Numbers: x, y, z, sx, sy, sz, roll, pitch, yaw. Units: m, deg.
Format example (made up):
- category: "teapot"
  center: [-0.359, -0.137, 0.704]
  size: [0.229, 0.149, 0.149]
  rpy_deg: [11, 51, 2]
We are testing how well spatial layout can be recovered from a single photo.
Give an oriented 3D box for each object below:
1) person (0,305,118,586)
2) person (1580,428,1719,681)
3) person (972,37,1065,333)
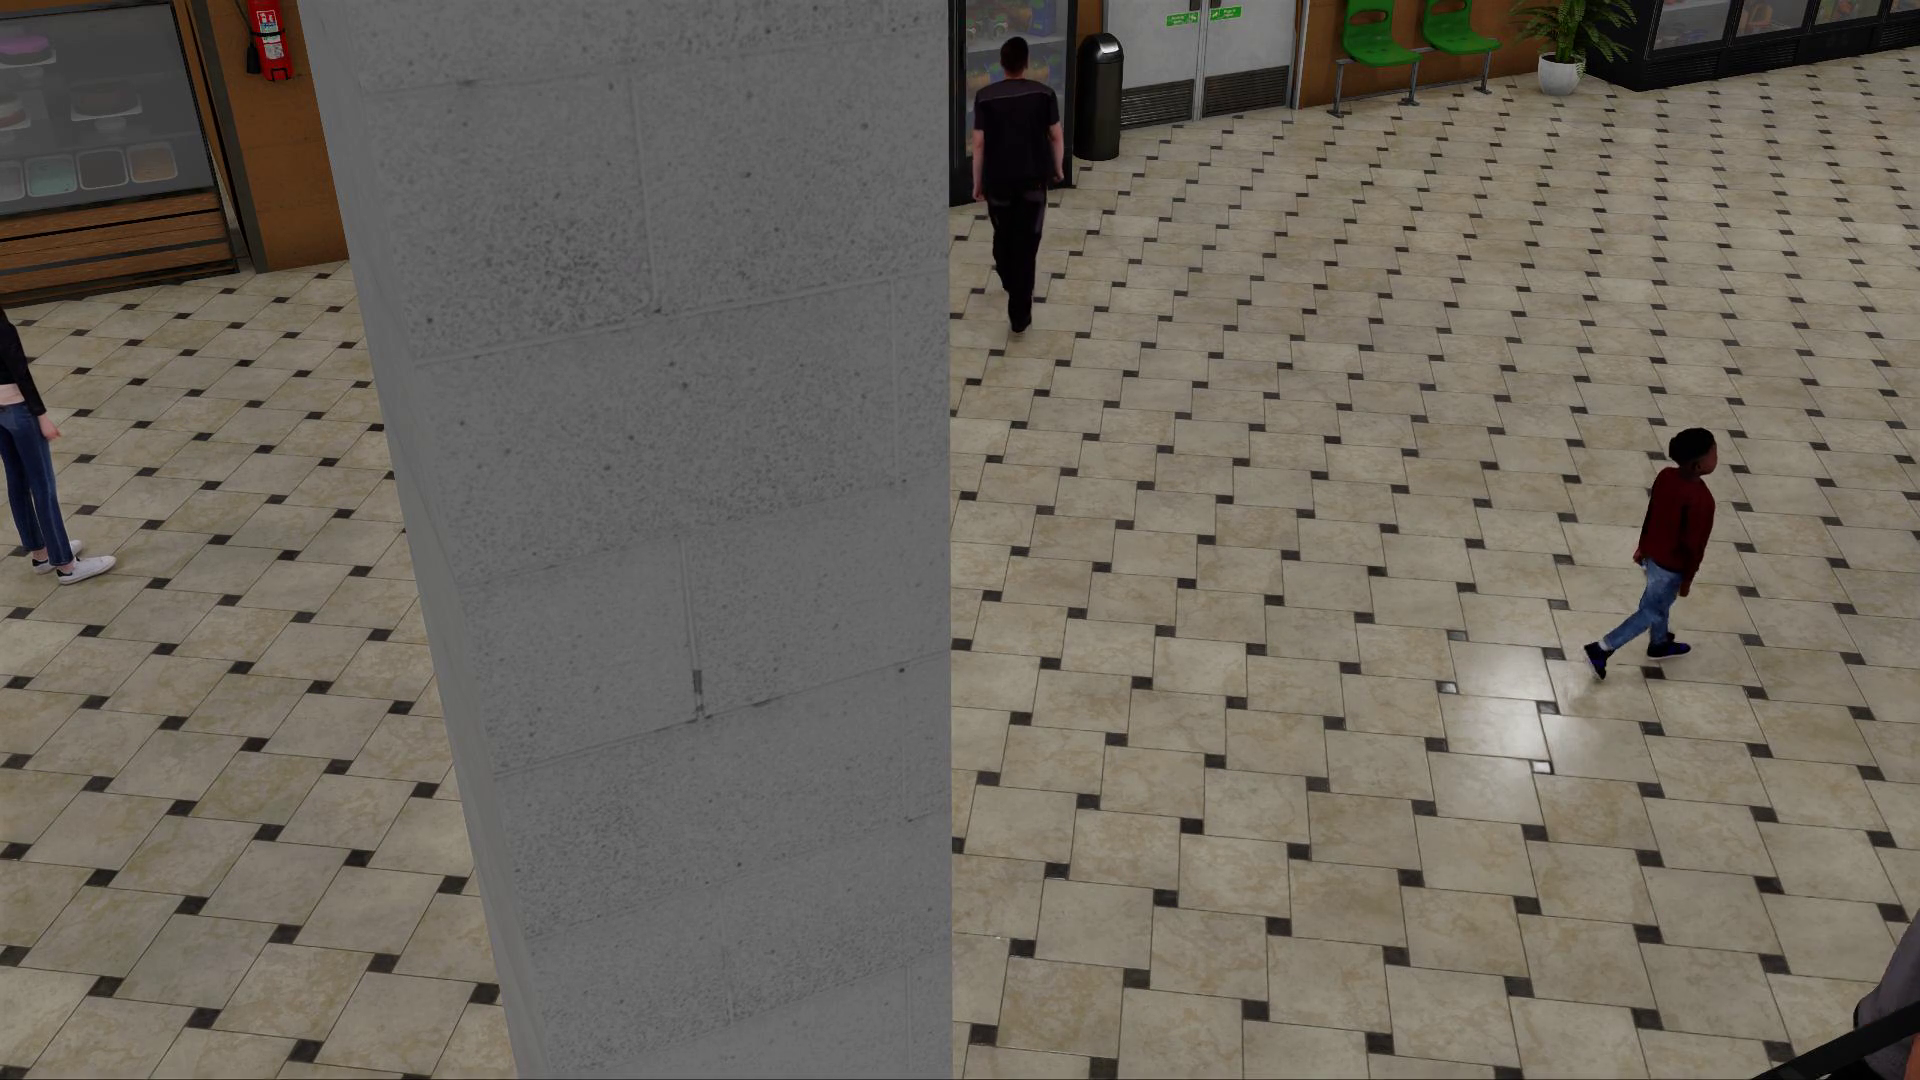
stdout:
- category: "person"
  center: [-4.559, -0.606, 7.998]
  size: [0.629, 1.786, 0.725]
  rpy_deg: [21, 37, 30]
- category: "person"
  center: [3.100, 0.073, 7.414]
  size: [0.717, 1.248, 0.835]
  rpy_deg: [-4, 32, -7]
- category: "person"
  center: [0.359, -2.207, 10.563]
  size: [1.150, 1.795, 1.324]
  rpy_deg: [5, 32, 8]
